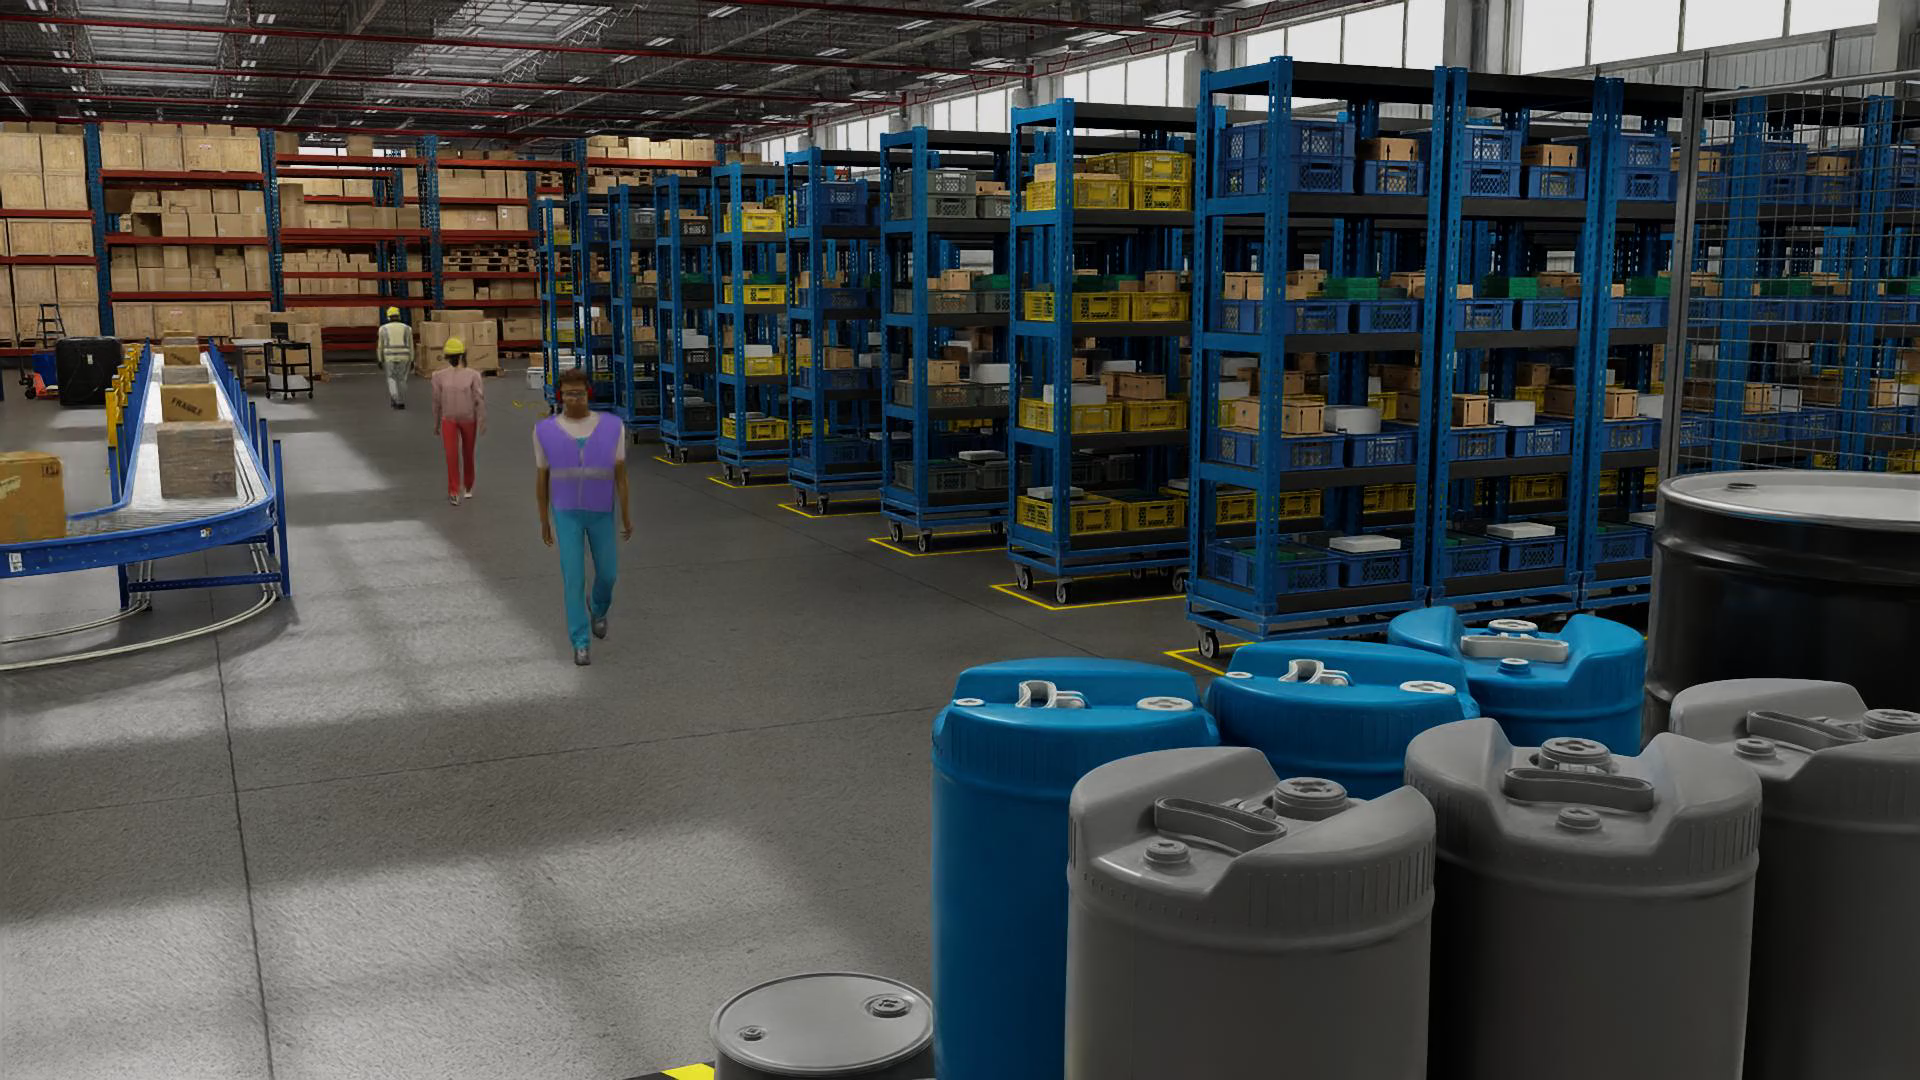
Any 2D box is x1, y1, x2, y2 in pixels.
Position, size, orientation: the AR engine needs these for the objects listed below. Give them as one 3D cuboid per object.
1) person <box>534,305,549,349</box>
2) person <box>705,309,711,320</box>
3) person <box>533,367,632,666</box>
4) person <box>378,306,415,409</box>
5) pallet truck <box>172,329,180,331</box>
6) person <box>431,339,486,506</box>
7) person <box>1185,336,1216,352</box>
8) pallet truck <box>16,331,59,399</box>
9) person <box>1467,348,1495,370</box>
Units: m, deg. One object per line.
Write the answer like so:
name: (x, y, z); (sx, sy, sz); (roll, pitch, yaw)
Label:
person: (-12.536, -6.483, 49.727); (0.741, 1.788, 0.407); (-4, 10, -26)
person: (-7.291, -6.218, 47.595); (0.611, 1.927, 0.644); (-4, 10, -23)
person: (-2.354, -0.172, 10.397); (0.582, 1.826, 0.706); (-3, 10, -17)
person: (-9.883, -3.190, 29.182); (0.616, 1.815, 0.480); (-4, 10, -24)
pallet truck: (-17.275, -3.851, 35.096); (1.601, 1.201, 0.680); (0, 9, 1)
person: (-5.248, -1.250, 17.437); (0.535, 1.720, 0.893); (-2, 9, -13)
person: (3.367, -2.406, 23.606); (0.607, 2.044, 0.377); (-5, 10, -28)
pallet truck: (-17.082, -3.353, 31.781); (1.630, 1.274, 0.653); (-4, 10, -25)
person: (5.684, -1.519, 18.266); (0.384, 1.991, 0.609); (7, 12, 38)
